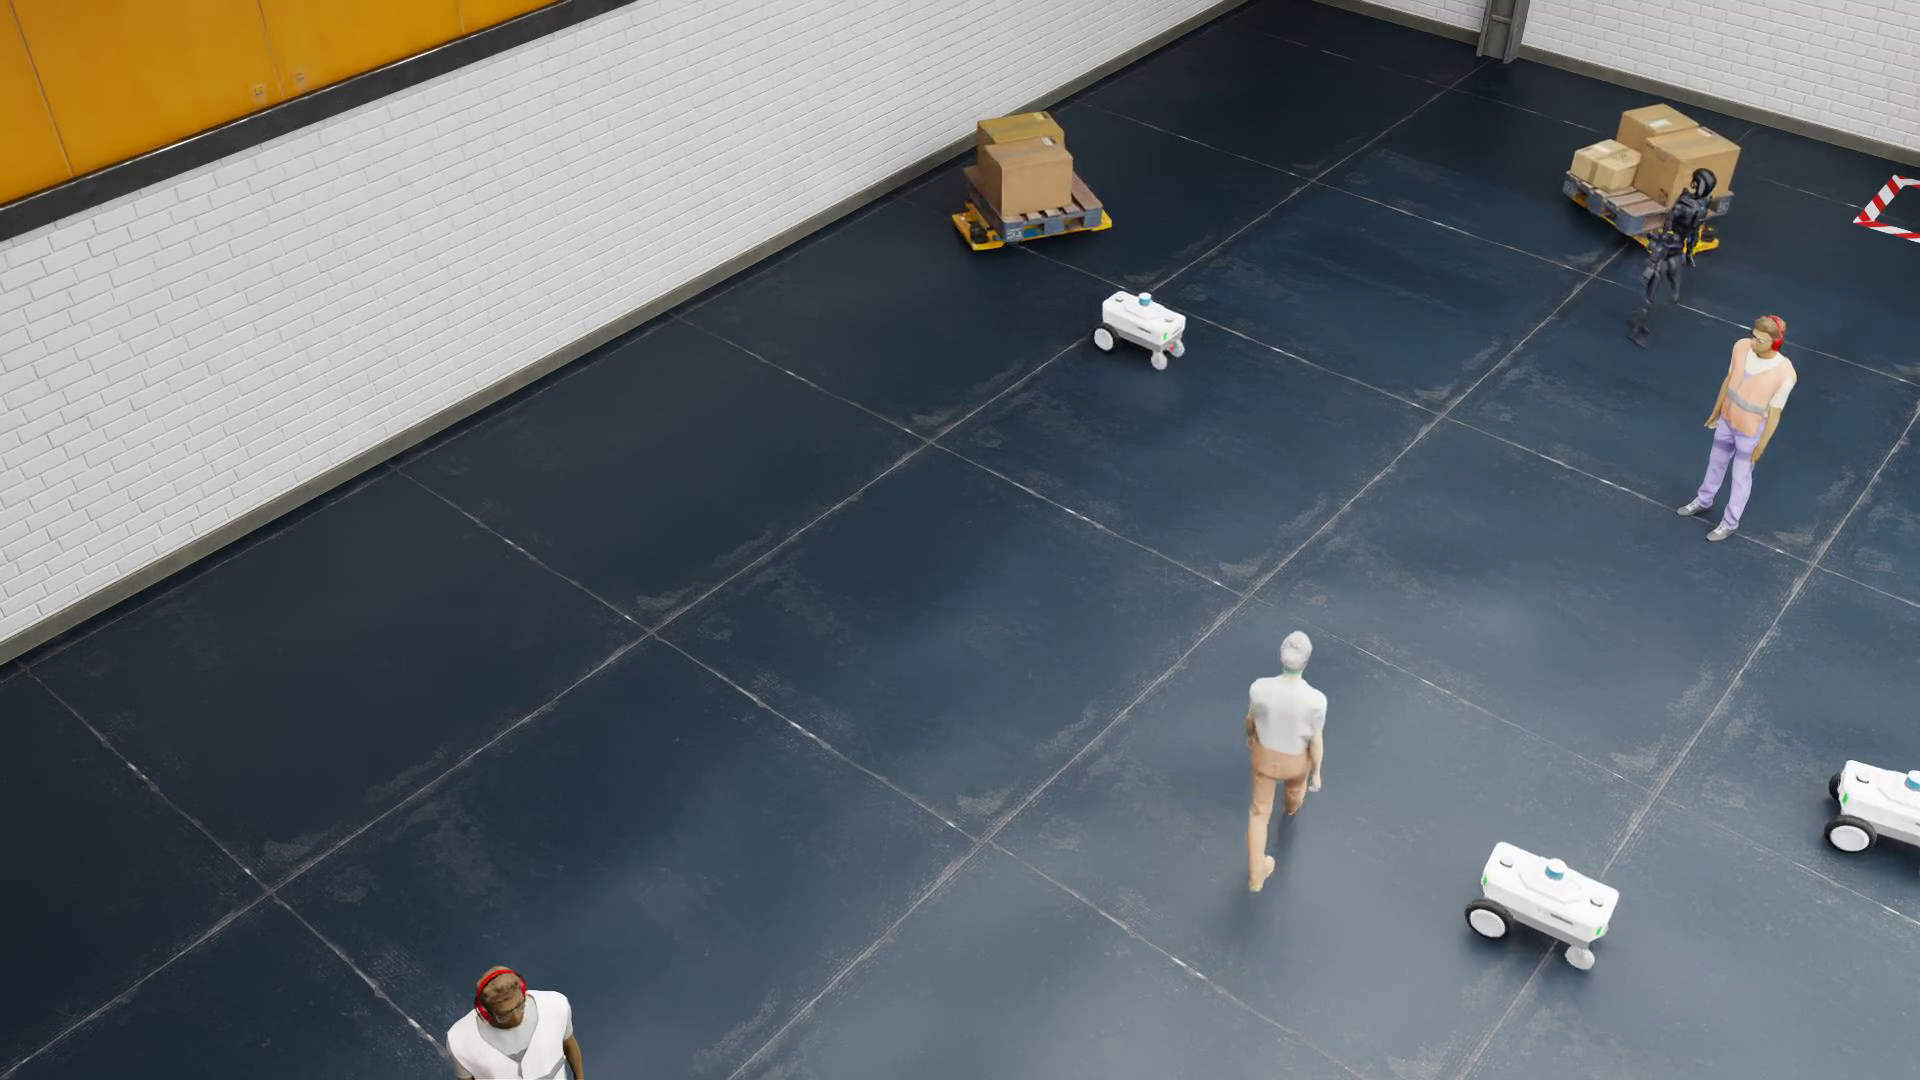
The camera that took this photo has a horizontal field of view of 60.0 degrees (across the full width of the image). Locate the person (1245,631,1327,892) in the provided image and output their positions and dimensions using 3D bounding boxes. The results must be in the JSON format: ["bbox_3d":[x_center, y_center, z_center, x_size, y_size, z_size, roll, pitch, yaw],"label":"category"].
[{"bbox_3d":[1.893,1.198,9.662,0.496,1.685,0.922,13,41,16],"label":"person"}]

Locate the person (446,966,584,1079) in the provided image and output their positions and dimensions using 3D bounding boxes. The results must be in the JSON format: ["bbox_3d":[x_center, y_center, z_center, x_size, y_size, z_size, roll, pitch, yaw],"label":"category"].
[{"bbox_3d":[-2.030,2.602,7.796,0.569,1.849,0.383,-17,42,-20],"label":"person"}]

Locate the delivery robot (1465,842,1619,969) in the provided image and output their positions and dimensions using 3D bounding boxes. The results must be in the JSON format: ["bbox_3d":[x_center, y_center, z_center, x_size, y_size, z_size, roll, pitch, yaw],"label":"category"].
[{"bbox_3d":[3.326,2.054,9.523,0.807,0.613,0.499,22,44,25],"label":"delivery robot"}]

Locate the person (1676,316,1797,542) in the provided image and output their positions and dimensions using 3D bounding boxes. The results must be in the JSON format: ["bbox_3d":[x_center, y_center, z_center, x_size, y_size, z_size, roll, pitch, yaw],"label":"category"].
[{"bbox_3d":[5.693,-0.832,12.076,0.388,1.836,0.559,-13,41,-15],"label":"person"}]

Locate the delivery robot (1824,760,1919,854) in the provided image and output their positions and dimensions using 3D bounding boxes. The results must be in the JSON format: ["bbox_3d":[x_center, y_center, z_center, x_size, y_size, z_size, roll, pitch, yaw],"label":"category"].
[{"bbox_3d":[5.653,1.634,10.025,0.741,0.587,0.525,17,42,20],"label":"delivery robot"}]

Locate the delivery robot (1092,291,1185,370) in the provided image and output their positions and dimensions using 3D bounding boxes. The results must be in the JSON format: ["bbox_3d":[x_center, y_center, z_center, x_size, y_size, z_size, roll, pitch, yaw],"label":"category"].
[{"bbox_3d":[1.573,-1.857,14.352,0.774,0.581,0.499,28,46,30],"label":"delivery robot"}]

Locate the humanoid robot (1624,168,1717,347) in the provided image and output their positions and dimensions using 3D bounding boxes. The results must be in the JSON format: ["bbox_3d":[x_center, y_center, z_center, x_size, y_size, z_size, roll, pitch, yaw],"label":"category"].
[{"bbox_3d":[6.031,-2.420,14.161,0.616,1.641,0.384,-23,44,-26],"label":"humanoid robot"}]

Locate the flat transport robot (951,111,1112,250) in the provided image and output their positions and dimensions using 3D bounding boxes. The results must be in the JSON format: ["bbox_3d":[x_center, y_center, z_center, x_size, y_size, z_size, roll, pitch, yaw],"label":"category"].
[{"bbox_3d":[0.694,-3.146,16.191,1.431,0.231,0.659,-13,41,-15],"label":"flat transport robot"}]

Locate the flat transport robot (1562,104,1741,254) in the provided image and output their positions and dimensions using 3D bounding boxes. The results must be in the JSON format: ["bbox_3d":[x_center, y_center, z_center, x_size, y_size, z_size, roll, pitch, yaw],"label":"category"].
[{"bbox_3d":[6.657,-3.189,16.245,0.659,0.231,1.431,-14,41,-17],"label":"flat transport robot"}]
